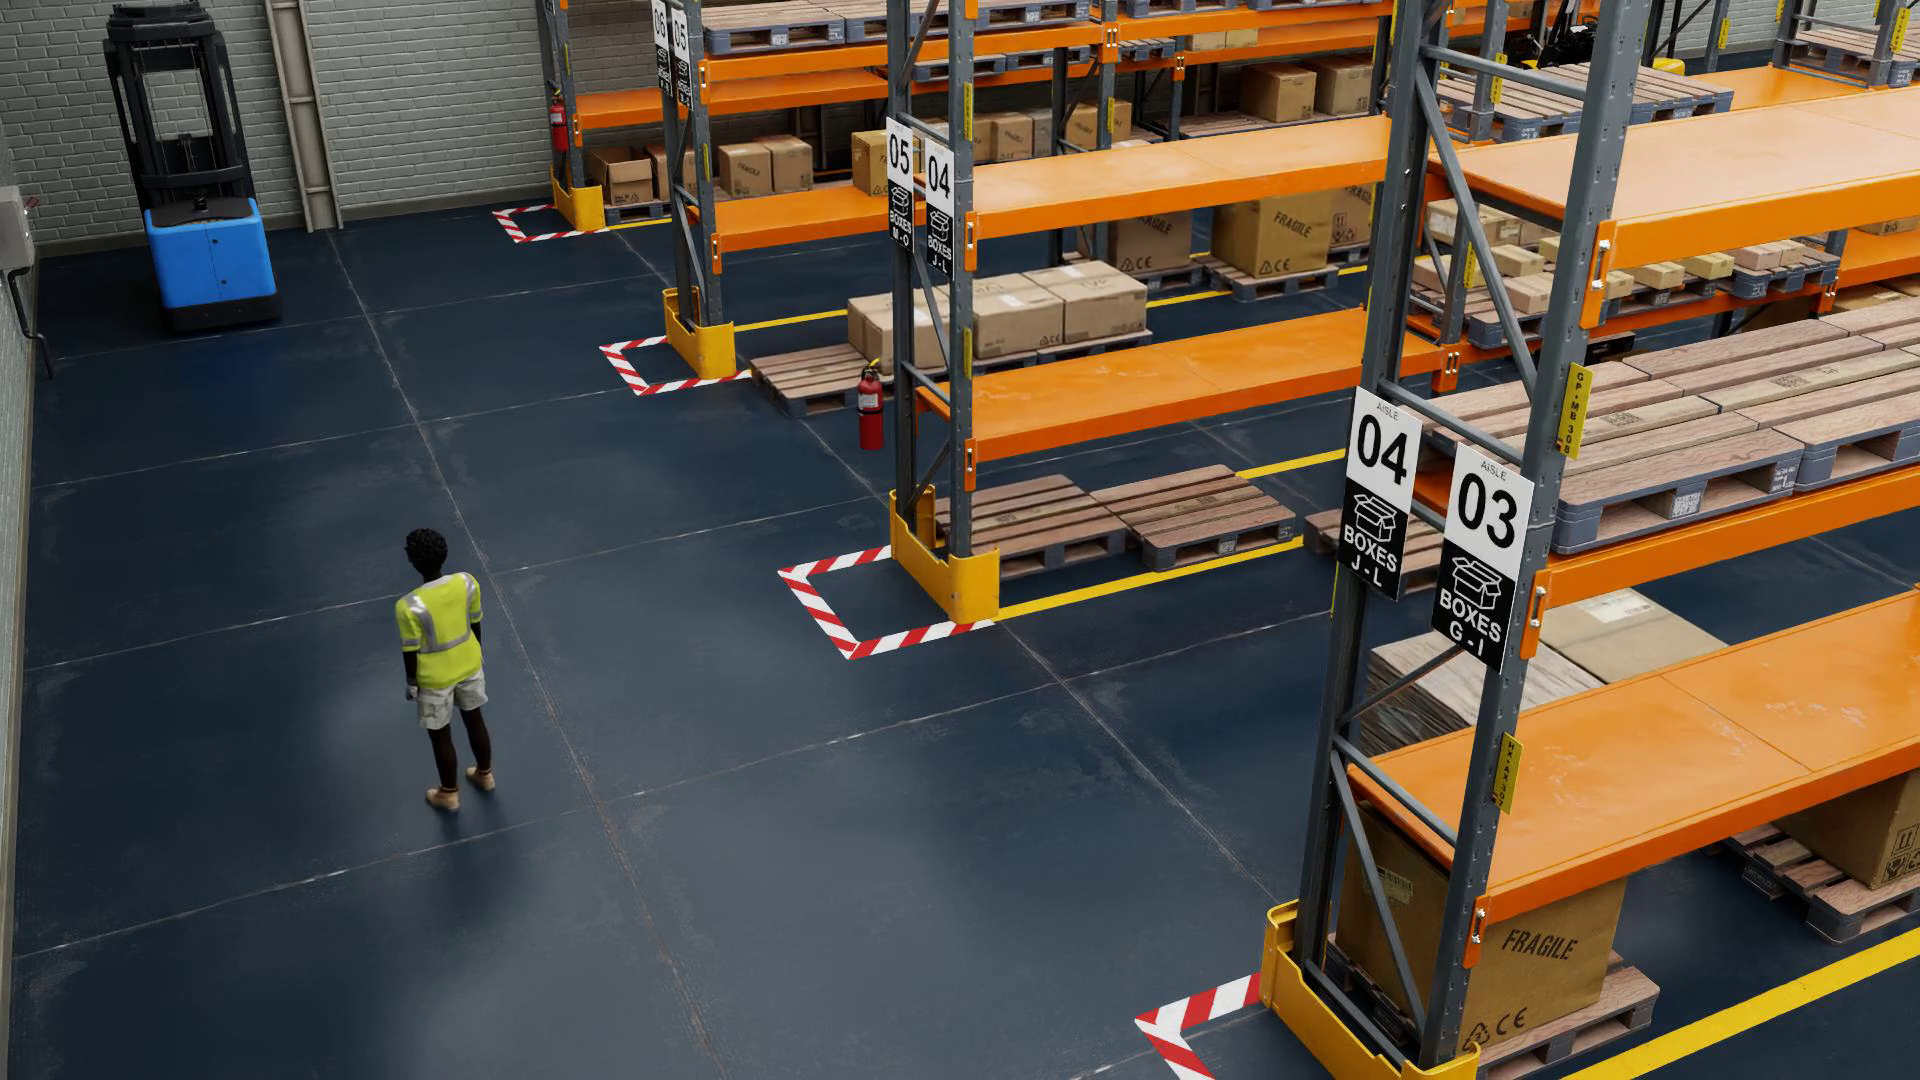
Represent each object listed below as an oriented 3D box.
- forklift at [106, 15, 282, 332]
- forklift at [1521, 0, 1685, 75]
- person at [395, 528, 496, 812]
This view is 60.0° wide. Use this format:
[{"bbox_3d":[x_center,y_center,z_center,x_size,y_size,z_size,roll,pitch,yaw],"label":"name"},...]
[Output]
[{"bbox_3d":[-7.548,-3.672,16.323,1.129,2.768,1.873,-12,30,-22],"label":"forklift"},{"bbox_3d":[8.950,-6.807,23.056,1.214,2.155,2.313,-12,30,-22],"label":"forklift"},{"bbox_3d":[-2.830,0.716,9.193,0.320,1.686,0.537,18,33,31],"label":"person"}]
